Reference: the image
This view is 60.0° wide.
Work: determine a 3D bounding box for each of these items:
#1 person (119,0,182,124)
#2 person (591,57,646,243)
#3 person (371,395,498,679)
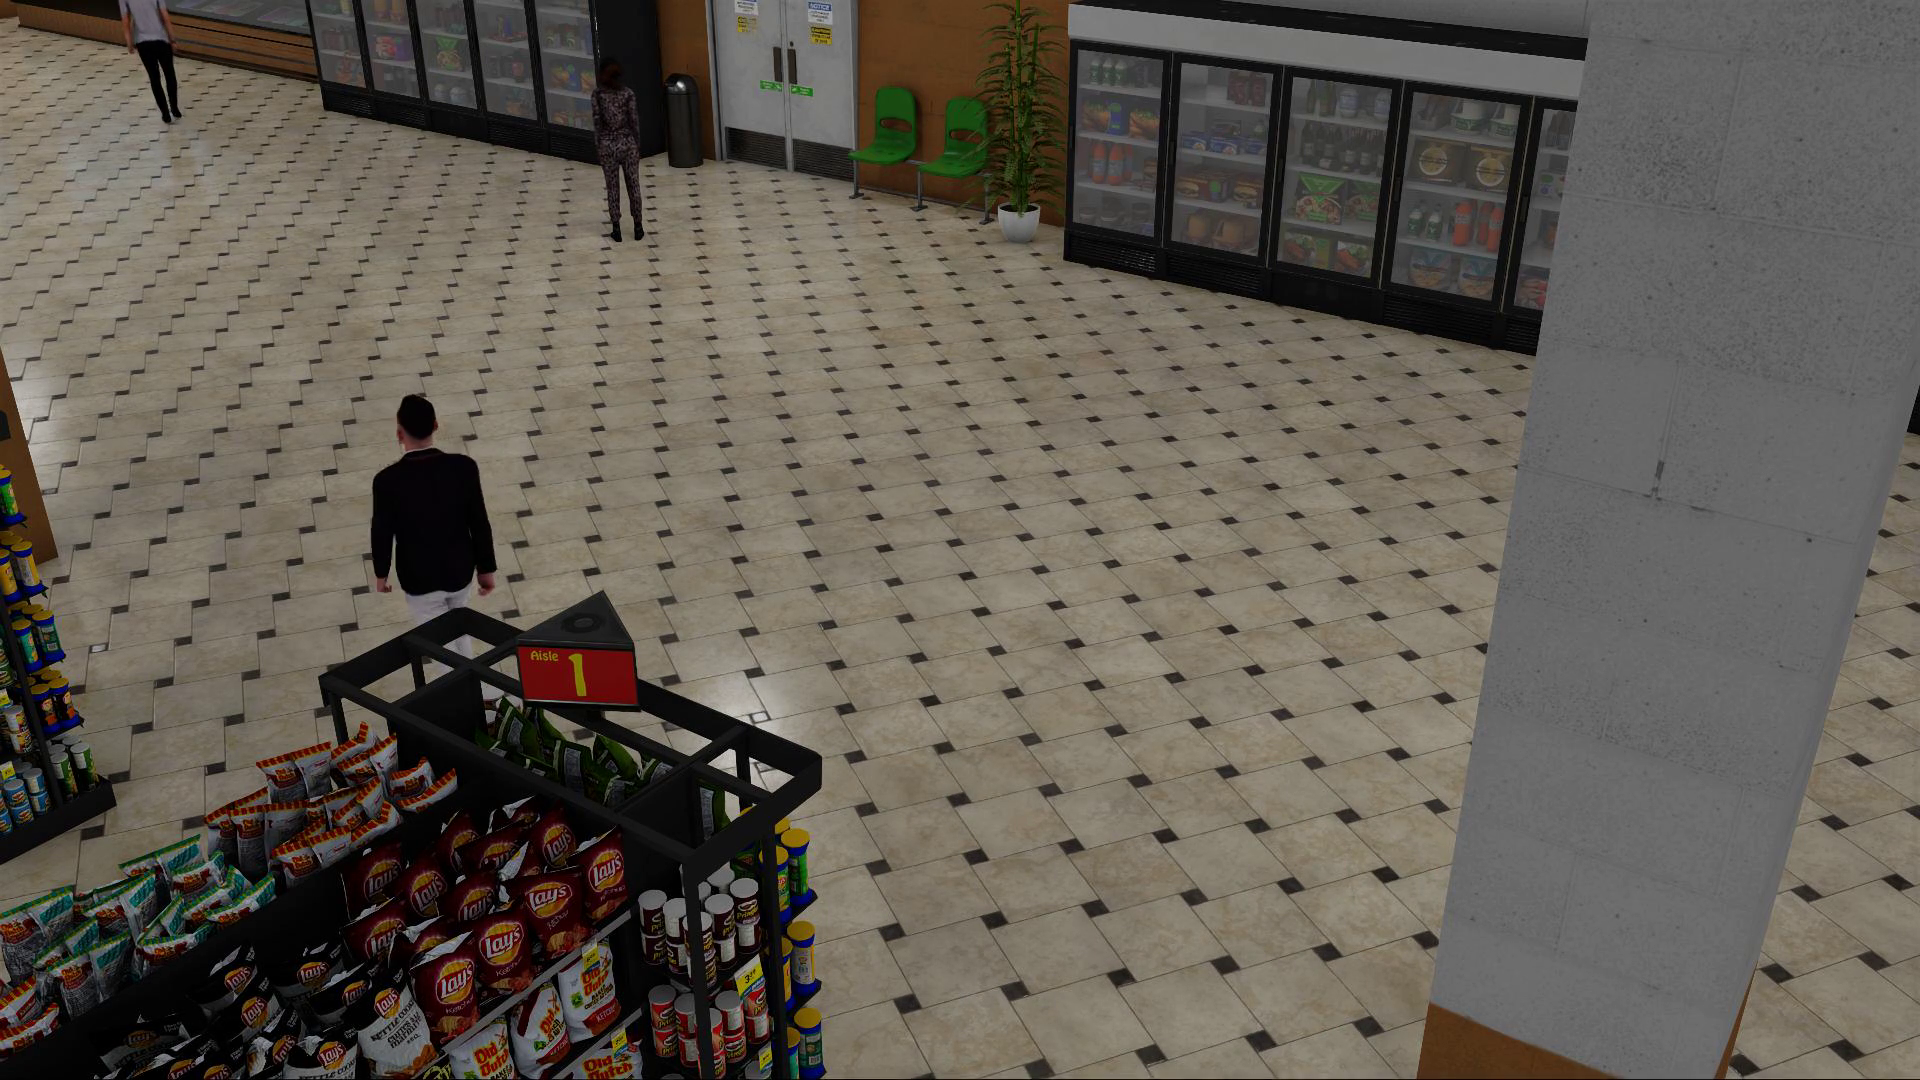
[{"bbox_3d":[-9.709,-5.950,20.005,0.779,1.854,0.889,-11,29,-21],"label":"person"},{"bbox_3d":[-3.225,-3.680,15.684,0.676,1.715,0.743,-6,28,-12],"label":"person"},{"bbox_3d":[-2.431,0.235,7.851,0.959,1.816,0.920,-19,32,-32],"label":"person"}]
